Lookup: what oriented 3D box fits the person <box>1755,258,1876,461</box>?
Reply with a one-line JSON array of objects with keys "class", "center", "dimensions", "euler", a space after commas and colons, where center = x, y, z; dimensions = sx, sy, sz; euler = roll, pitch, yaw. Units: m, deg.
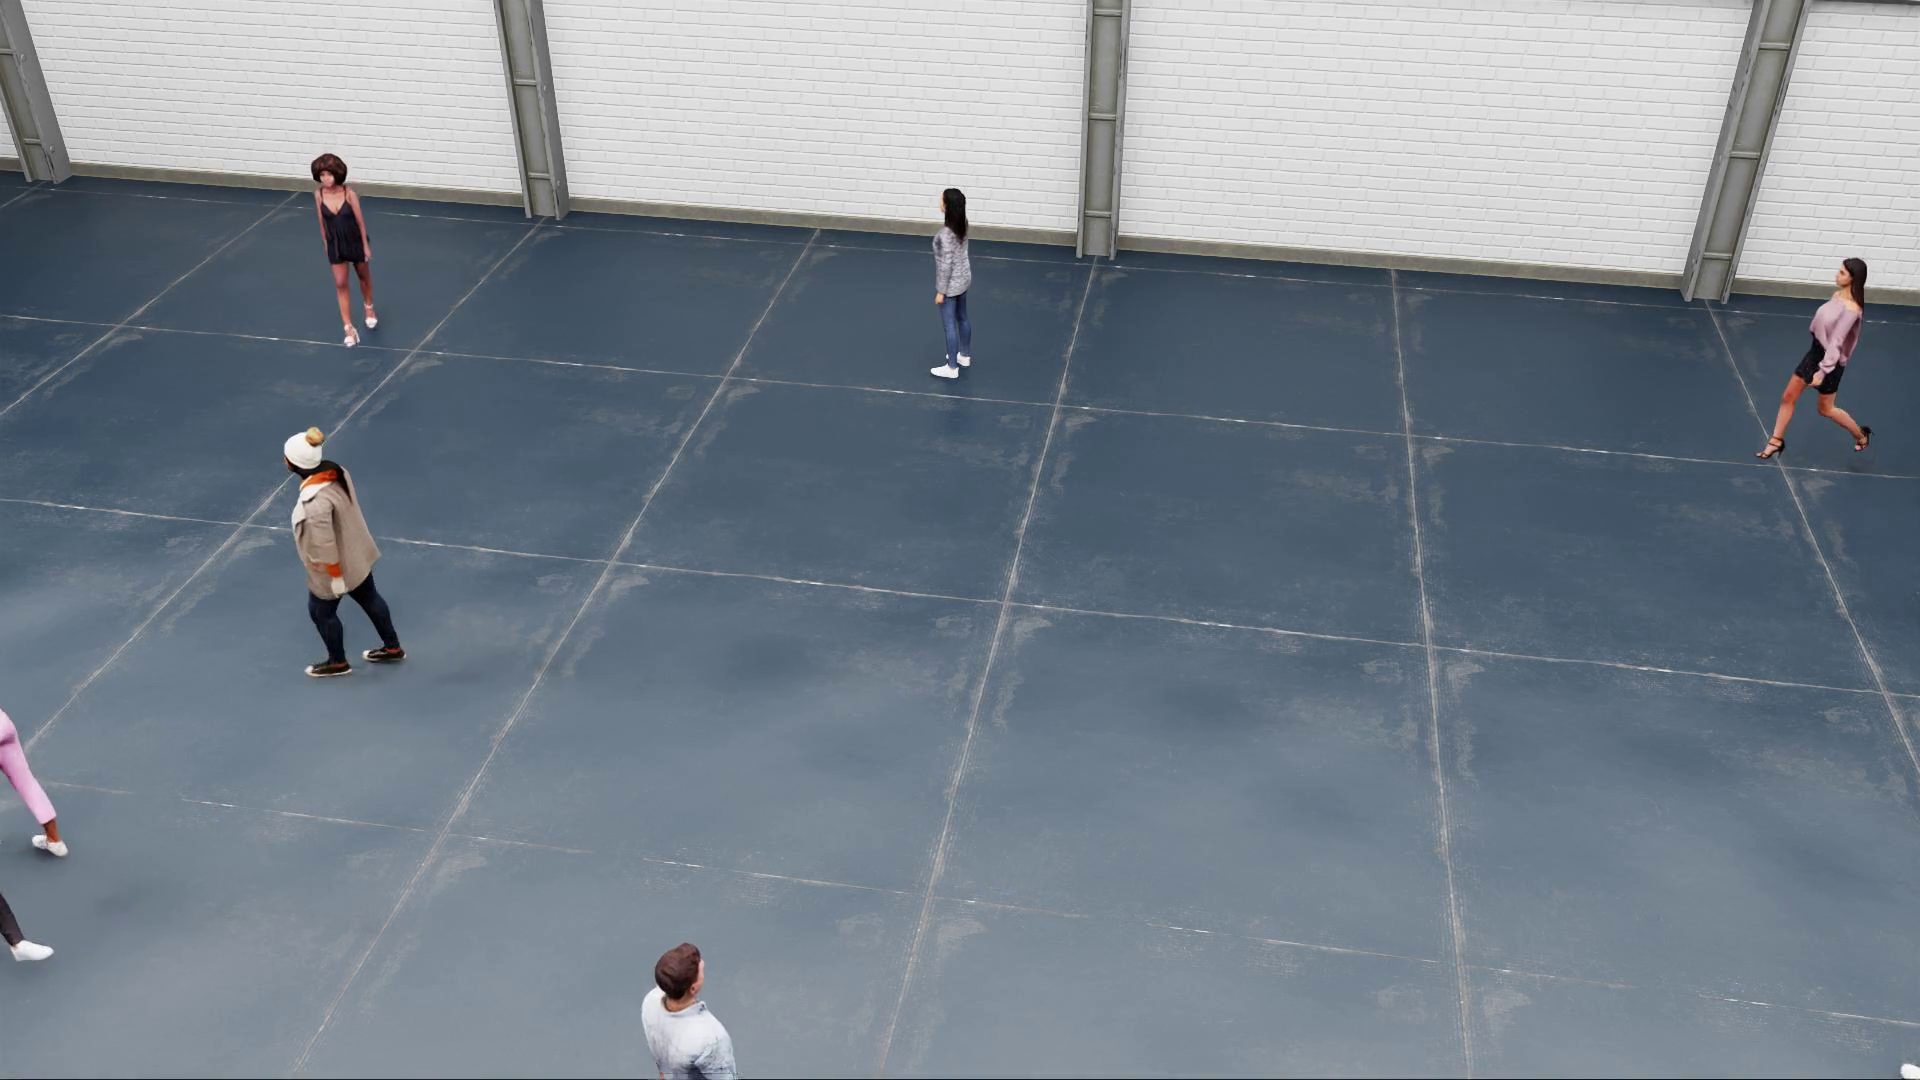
[{"class": "person", "center": [6.960, -1.351, 13.198], "dimensions": [1.131, 1.773, 0.713], "euler": [2, 34, 2]}]

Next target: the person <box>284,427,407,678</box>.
[{"class": "person", "center": [-3.994, 0.092, 10.942], "dimensions": [0.915, 1.867, 0.795], "euler": [0, 34, 0]}]

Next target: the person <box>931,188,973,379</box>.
[{"class": "person", "center": [-0.057, -2.271, 14.618], "dimensions": [0.619, 1.733, 0.665], "euler": [16, 37, 22]}]

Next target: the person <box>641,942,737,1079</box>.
[{"class": "person", "center": [-1.209, 2.529, 7.319], "dimensions": [1.163, 1.819, 1.169], "euler": [-26, 42, -33]}]

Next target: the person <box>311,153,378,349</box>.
[{"class": "person", "center": [-5.607, -2.723, 15.277], "dimensions": [0.976, 1.758, 0.863], "euler": [-7, 34, -11]}]
